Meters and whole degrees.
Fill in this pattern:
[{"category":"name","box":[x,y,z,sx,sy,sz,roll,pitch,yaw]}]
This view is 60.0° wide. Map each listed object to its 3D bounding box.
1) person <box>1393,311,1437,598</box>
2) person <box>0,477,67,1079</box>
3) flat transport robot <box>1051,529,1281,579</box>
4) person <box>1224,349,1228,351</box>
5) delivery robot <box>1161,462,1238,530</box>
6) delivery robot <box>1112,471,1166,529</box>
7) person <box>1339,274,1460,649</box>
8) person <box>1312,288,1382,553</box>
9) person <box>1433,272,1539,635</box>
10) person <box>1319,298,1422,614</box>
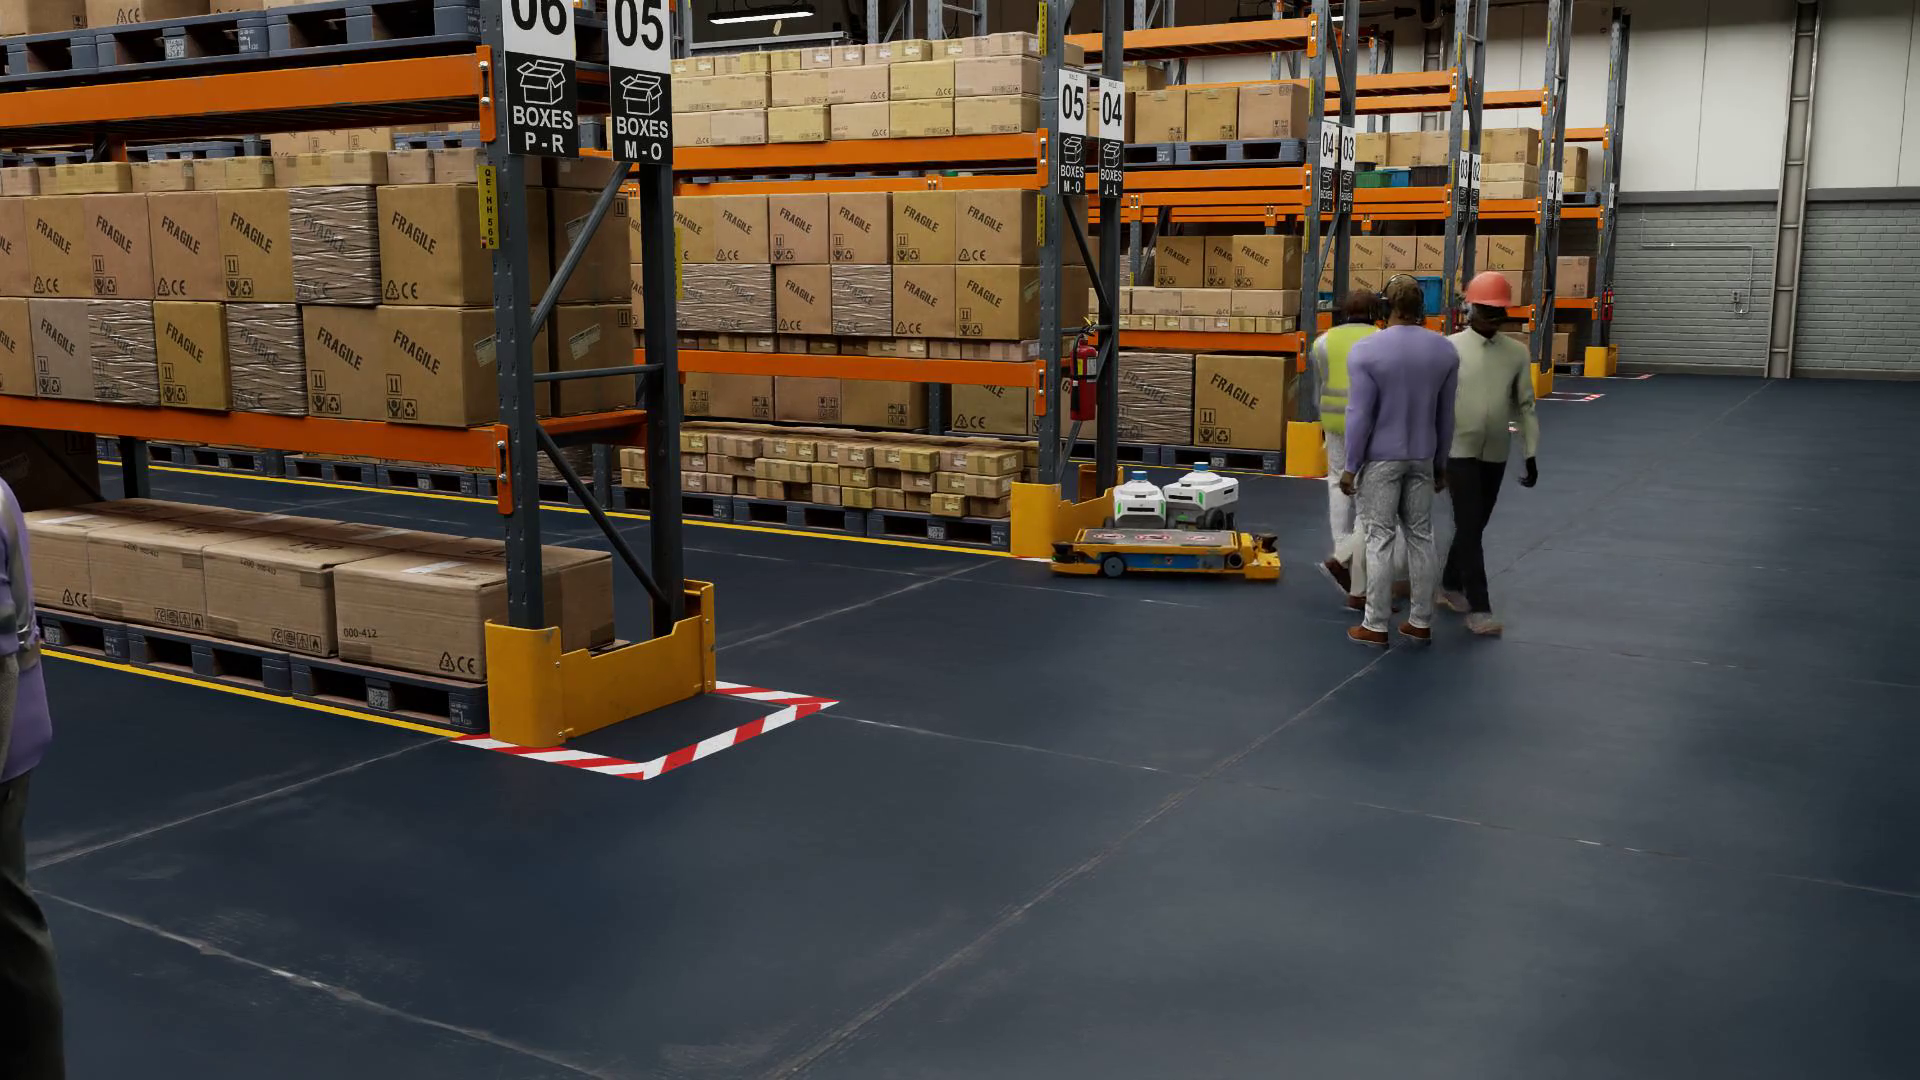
[{"category":"person","box":[2.724,-0.566,9.956,0.727,1.816,0.558,8,12,39]},{"category":"person","box":[-2.193,0.457,3.632,0.361,1.930,0.589,-8,12,-39]},{"category":"flat transport robot","box":[1.326,0.076,10.713,1.431,0.197,0.652,1,10,8]},{"category":"person","box":[3.754,-2.930,23.155,0.383,2.036,0.605,0,10,1]},{"category":"delivery robot","box":[1.722,-0.316,11.904,0.477,0.478,0.707,6,11,31]},{"category":"delivery robot","box":[1.224,-0.231,11.409,0.477,0.478,0.707,1,10,3]},{"category":"person","box":[2.265,-0.400,8.624,0.635,1.937,0.354,-3,10,-17]},{"category":"person","box":[2.629,-0.748,11.006,0.630,1.821,0.444,7,12,36]},{"category":"person","box":[2.884,-0.500,9.206,0.625,1.948,0.932,-2,10,-12]},{"category":"person","box":[2.377,-0.500,9.495,0.460,1.840,0.634,2,10,13]}]
